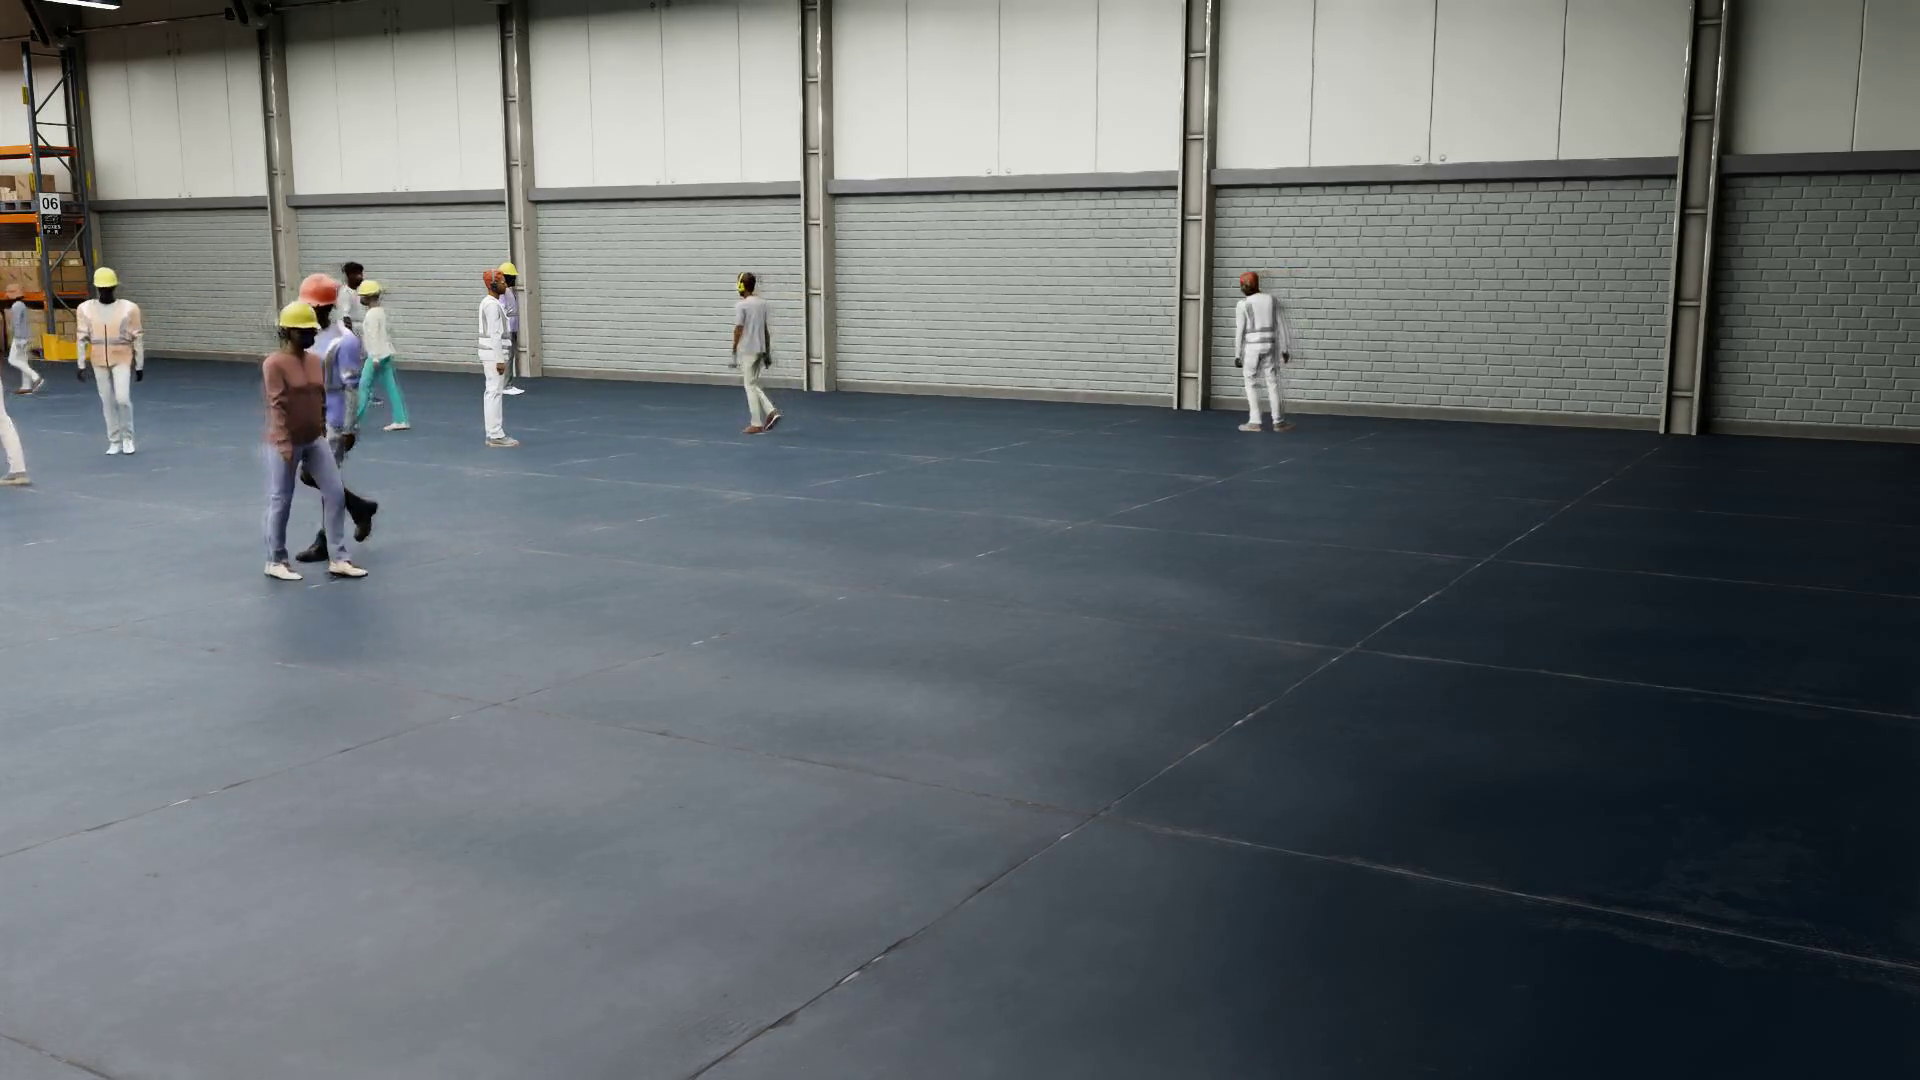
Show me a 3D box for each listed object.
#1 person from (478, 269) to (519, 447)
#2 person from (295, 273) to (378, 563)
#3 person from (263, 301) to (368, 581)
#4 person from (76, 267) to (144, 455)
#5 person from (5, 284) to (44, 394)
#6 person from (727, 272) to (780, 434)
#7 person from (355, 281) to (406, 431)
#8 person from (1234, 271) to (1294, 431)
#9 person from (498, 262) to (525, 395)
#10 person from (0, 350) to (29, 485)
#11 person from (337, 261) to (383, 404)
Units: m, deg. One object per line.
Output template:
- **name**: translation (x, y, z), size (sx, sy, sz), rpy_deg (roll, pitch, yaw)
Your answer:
- **person**: translation (-4.942, -1.932, 17.716), size (0.356, 1.883, 0.573), rpy_deg (-4, 10, -21)
- **person**: translation (-4.188, -0.820, 11.121), size (0.583, 1.913, 0.630), rpy_deg (5, 11, 26)
- **person**: translation (-4.030, -0.592, 10.299), size (0.750, 1.741, 0.541), rpy_deg (5, 11, 25)
- **person**: translation (-8.621, -1.798, 16.870), size (0.598, 1.904, 0.578), rpy_deg (-2, 10, -11)
- **person**: translation (-13.720, -2.928, 24.287), size (0.385, 1.620, 0.528), rpy_deg (-4, 10, -20)
- **person**: translation (-2.372, -2.112, 18.894), size (0.444, 1.847, 0.498), rpy_deg (5, 11, 27)
- **person**: translation (-6.854, -2.113, 19.222), size (0.849, 1.730, 0.544), rpy_deg (-1, 10, -4)
- **person**: translation (3.531, -2.173, 19.243), size (0.751, 1.851, 0.389), rpy_deg (-3, 10, -17)
- **person**: translation (-6.609, -3.095, 24.387), size (0.368, 1.925, 0.594), rpy_deg (-1, 10, -5)
- **person**: translation (-8.725, -1.443, 14.727), size (1.041, 1.933, 0.655), rpy_deg (5, 11, 25)
- **person**: translation (-8.045, -2.748, 22.287), size (0.661, 1.941, 0.648), rpy_deg (0, 10, 3)
